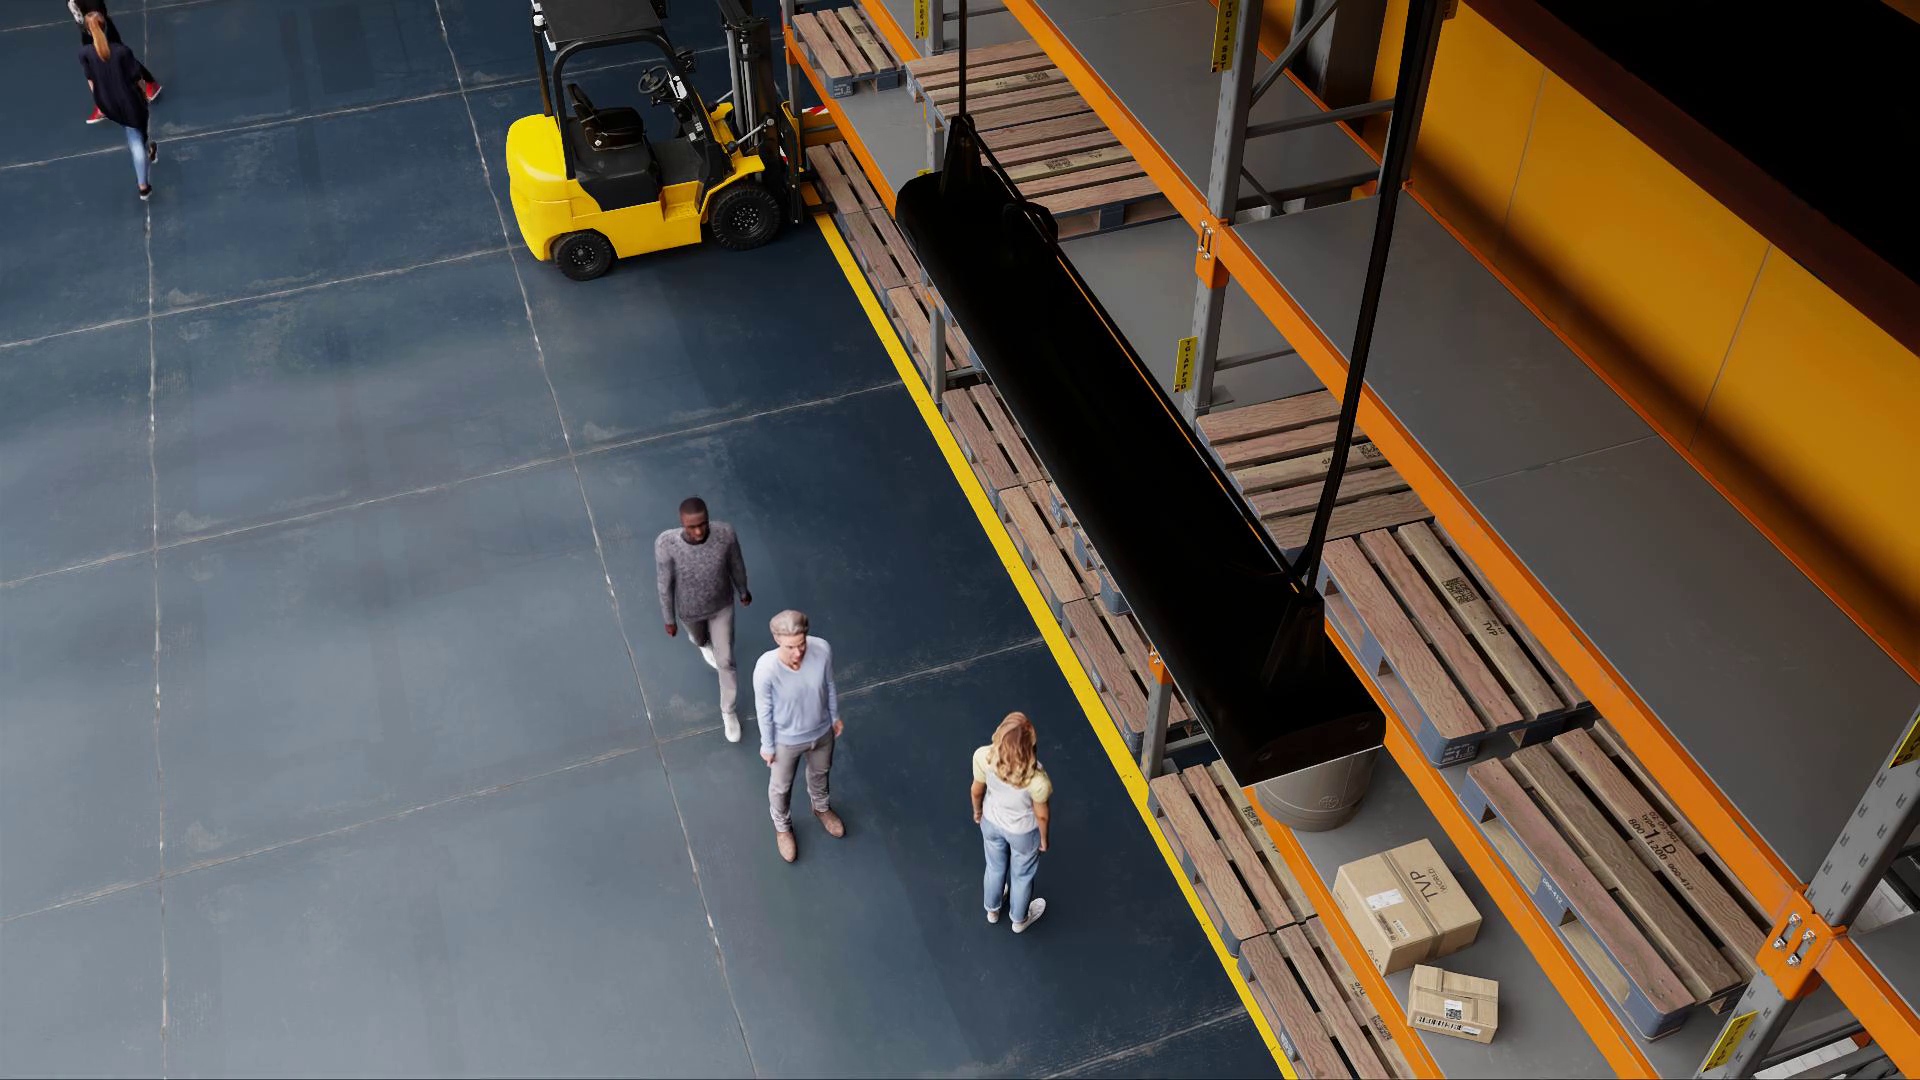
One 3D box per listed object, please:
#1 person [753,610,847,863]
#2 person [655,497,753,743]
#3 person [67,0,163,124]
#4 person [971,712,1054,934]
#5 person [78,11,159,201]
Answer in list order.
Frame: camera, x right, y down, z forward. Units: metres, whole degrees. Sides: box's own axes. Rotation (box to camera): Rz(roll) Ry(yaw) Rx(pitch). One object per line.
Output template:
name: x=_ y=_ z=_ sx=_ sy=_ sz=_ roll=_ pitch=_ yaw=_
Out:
person: x=-0.919 y=1.081 z=9.511 sx=0.712 sy=1.892 sz=0.628 roll=-22 pitch=48 yaw=-22
person: x=-1.603 y=0.336 z=10.351 sx=0.776 sy=1.811 sz=1.171 roll=-12 pitch=45 yaw=-13
person: x=-8.173 y=-4.879 z=15.949 sx=1.056 sy=1.641 sz=1.109 roll=18 pitch=47 yaw=18
person: x=0.283 y=1.561 z=9.131 sx=0.693 sy=1.722 sz=0.763 roll=20 pitch=47 yaw=20
person: x=-7.486 y=-3.835 z=14.865 sx=0.768 sy=1.625 sz=1.176 roll=-7 pitch=44 yaw=-7
